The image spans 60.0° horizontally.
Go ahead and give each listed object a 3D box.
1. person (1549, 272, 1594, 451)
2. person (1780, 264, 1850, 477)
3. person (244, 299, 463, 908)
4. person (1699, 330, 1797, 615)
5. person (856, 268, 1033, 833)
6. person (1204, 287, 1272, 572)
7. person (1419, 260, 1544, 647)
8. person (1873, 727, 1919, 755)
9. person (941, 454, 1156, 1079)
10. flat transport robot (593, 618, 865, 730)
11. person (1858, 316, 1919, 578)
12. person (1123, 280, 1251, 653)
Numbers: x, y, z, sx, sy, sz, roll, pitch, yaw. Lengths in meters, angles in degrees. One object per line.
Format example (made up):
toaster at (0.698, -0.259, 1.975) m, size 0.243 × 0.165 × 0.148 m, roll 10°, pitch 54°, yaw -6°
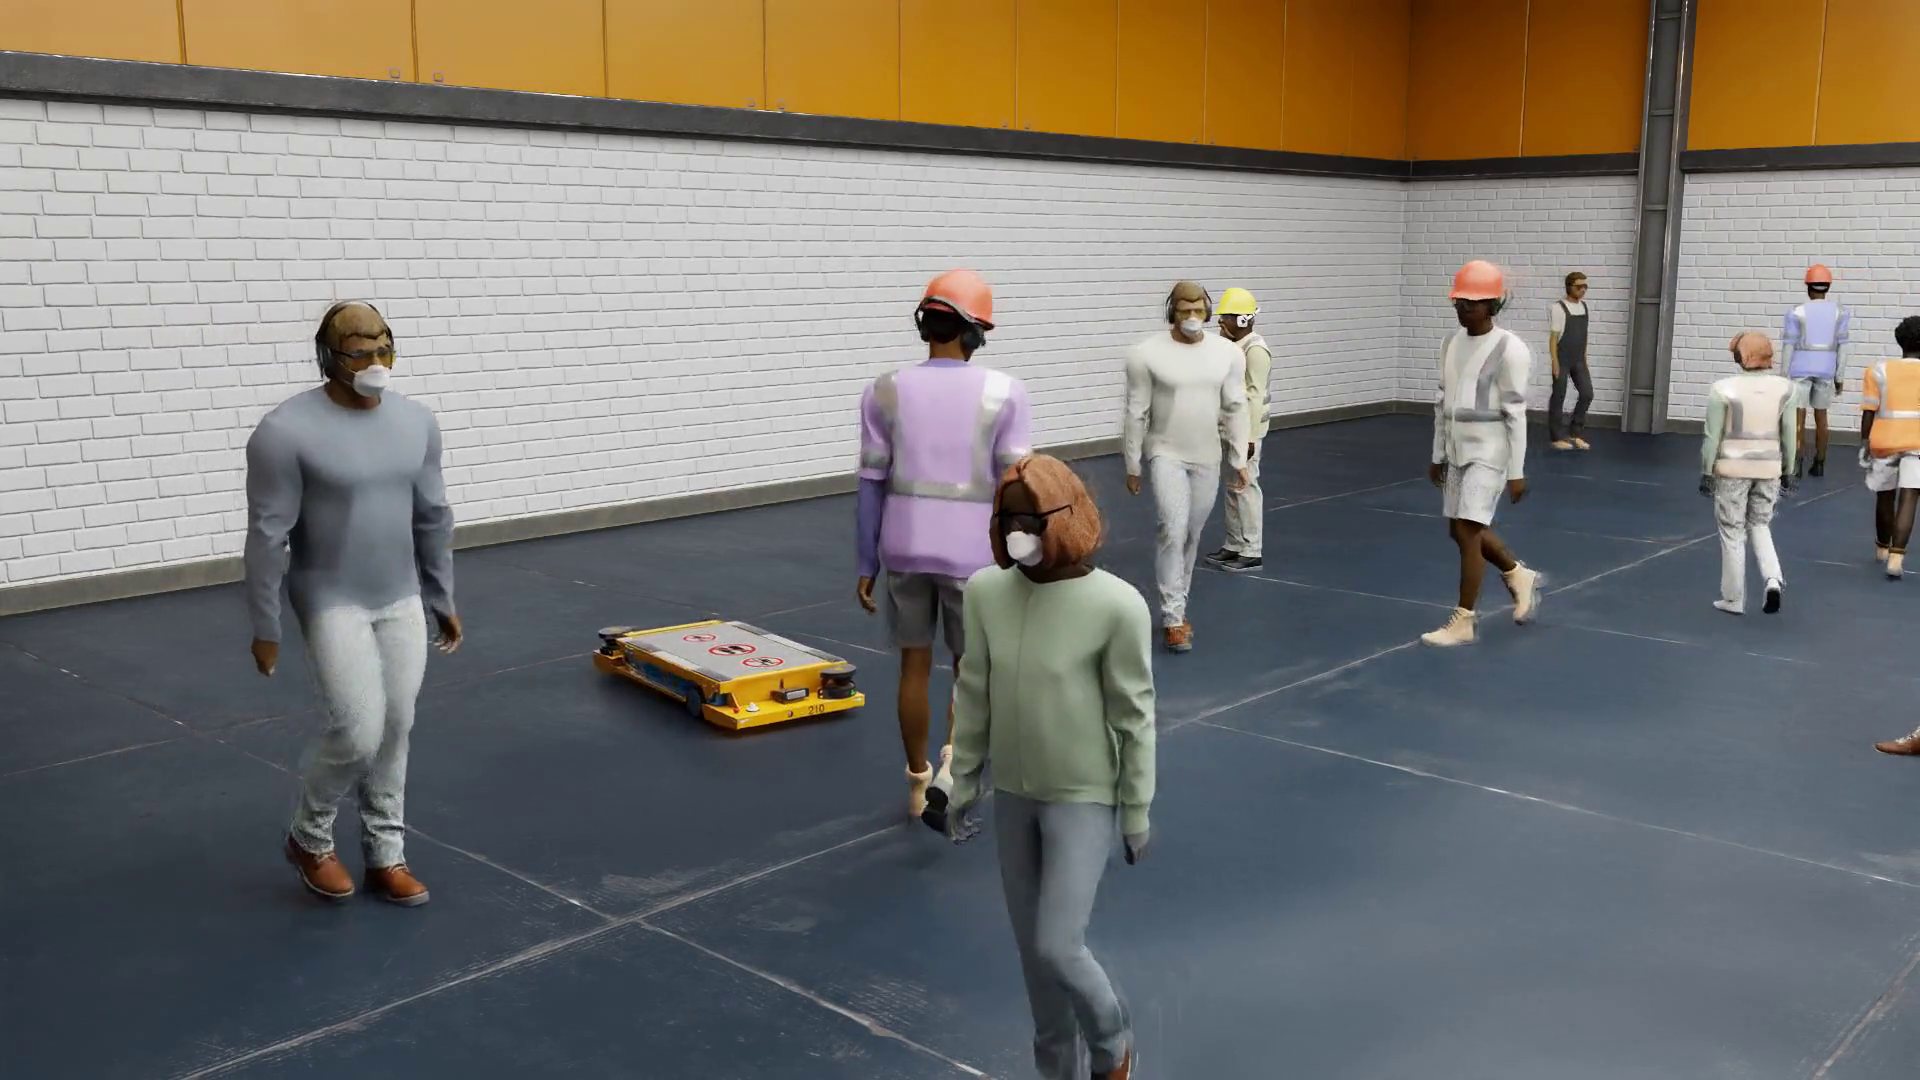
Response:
person at (6.275, -1.810, 16.973) m, size 0.540 × 1.830 × 0.560 m, roll -4°, pitch 11°, yaw -22°
person at (7.735, -1.532, 15.113) m, size 0.551 × 1.933 × 0.378 m, roll 1°, pitch 10°, yaw 8°
person at (-1.854, 0.221, 5.156) m, size 0.416 × 1.920 × 0.654 m, roll 6°, pitch 12°, yaw 33°
person at (4.430, -0.362, 9.335) m, size 0.520 × 1.622 × 0.393 m, roll -1°, pitch 10°, yaw -3°
person at (-0.066, 0.061, 5.822) m, size 0.650 × 2.009 × 0.702 m, roll 2°, pitch 10°, yaw 13°
person at (1.794, -0.713, 10.769) m, size 0.403 × 1.826 × 0.596 m, roll -2°, pitch 10°, yaw -9°
person at (2.806, -0.452, 8.726) m, size 0.780 × 2.024 × 0.625 m, roll -4°, pitch 11°, yaw -21°
person at (4.058, 0.016, 6.556) m, size 0.573 × 1.845 × 0.609 m, roll 2°, pitch 10°, yaw 13°
person at (0.192, 0.609, 3.823) m, size 0.496 × 1.619 × 0.353 m, roll 9°, pitch 13°, yaw 40°
flat transport robot at (-1.110, 0.590, 7.758) m, size 0.652 × 0.197 × 1.431 m, roll -7°, pitch 12°, yaw -36°
person at (6.035, -0.599, 10.625) m, size 0.537 × 1.652 × 0.894 m, roll 6°, pitch 12°, yaw 32°
person at (1.202, -0.377, 8.633) m, size 0.628 × 1.905 × 0.833 m, roll -2°, pitch 10°, yaw -12°
